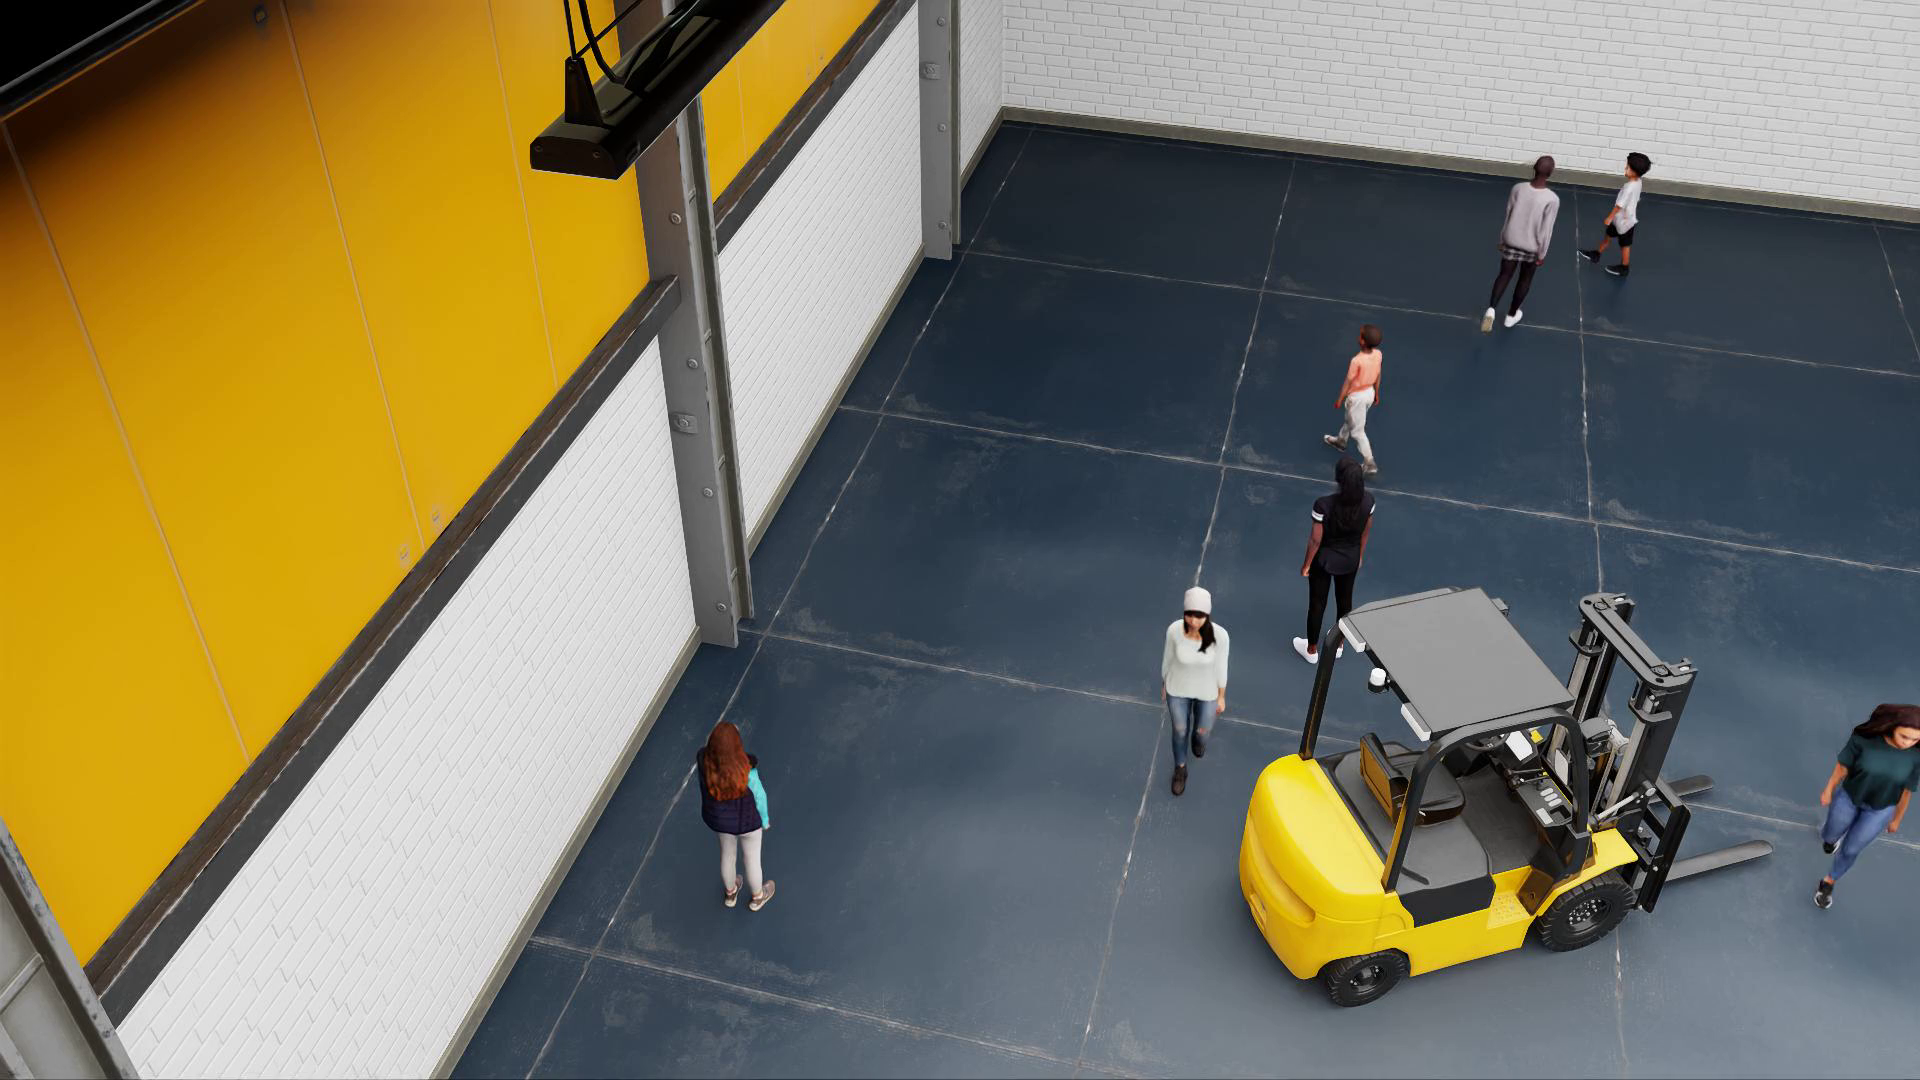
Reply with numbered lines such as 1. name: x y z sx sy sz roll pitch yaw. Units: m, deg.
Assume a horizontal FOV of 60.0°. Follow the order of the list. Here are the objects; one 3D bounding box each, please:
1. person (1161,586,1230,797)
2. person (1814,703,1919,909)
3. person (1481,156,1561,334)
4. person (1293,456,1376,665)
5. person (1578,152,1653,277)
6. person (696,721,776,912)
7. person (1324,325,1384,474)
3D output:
1. person: 1.518 0.921 10.758 0.585 1.634 0.728 9 39 11
2. person: 5.461 1.522 10.031 0.723 1.601 0.881 18 42 21
3. person: 5.087 -2.656 15.142 0.861 1.754 1.069 27 46 29
4. person: 2.629 0.137 11.653 0.702 1.743 0.714 -7 39 -9
5. person: 6.523 -3.132 16.152 0.687 1.236 0.755 22 43 25
6. person: -1.347 1.650 9.952 0.567 1.500 0.571 11 40 13
7. person: 3.316 -1.143 13.611 0.882 1.299 0.916 -23 44 -26
